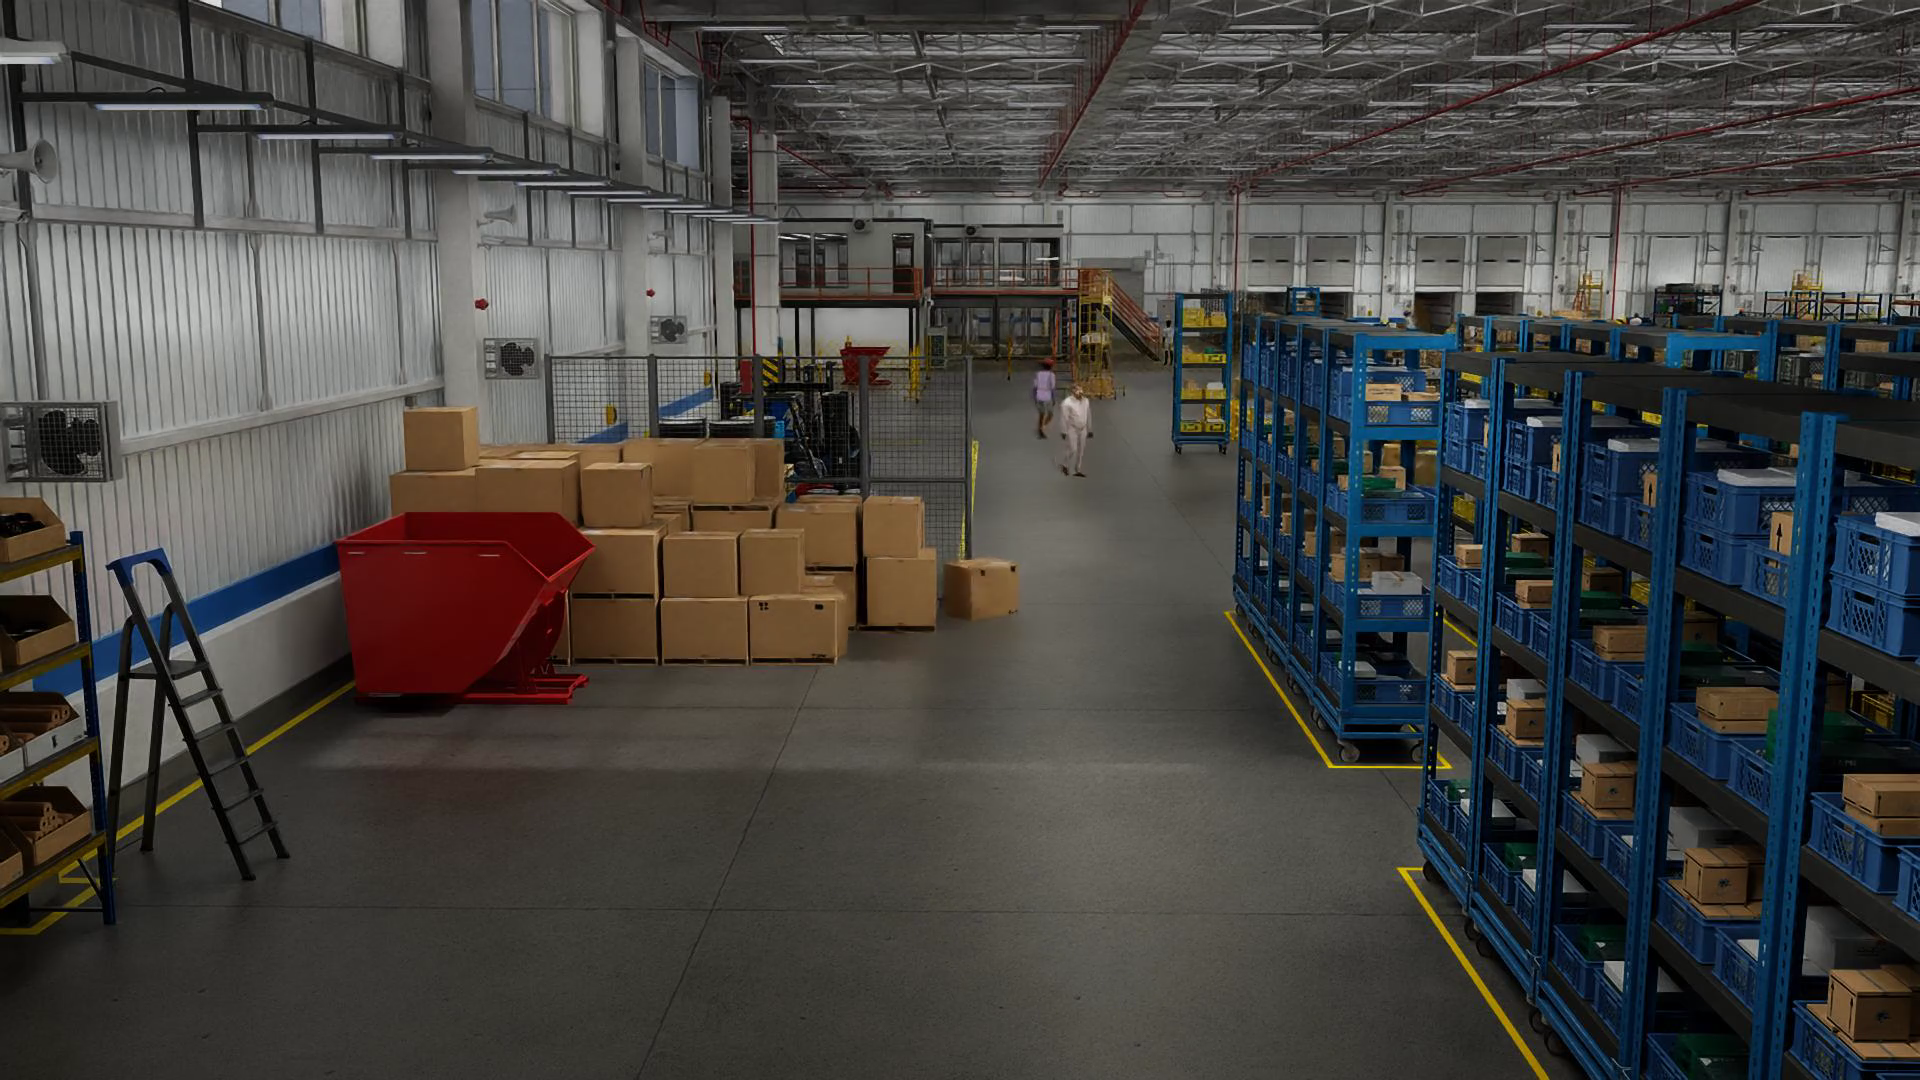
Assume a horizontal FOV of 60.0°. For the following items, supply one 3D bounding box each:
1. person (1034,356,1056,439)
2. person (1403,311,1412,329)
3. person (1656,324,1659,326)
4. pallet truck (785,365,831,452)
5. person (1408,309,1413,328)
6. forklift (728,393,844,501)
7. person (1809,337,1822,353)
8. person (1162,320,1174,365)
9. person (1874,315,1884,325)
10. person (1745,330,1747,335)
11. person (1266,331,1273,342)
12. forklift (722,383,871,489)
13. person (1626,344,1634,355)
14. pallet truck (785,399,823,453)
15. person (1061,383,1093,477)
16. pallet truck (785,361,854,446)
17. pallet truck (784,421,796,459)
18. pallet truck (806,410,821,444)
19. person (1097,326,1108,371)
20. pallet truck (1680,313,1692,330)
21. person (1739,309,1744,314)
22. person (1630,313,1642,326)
[{"bbox_3d":[2.069,-3.454,40.497,0.628,2.023,0.536,6,11,34],"label":"person"},{"bbox_3d":[24.319,-11.506,90.503,0.508,1.920,0.625,9,13,44],"label":"person"},{"bbox_3d":[29.191,-8.153,69.974,0.610,1.882,0.751,2,9,14],"label":"person"},{"bbox_3d":[-3.774,-2.976,37.635,1.885,1.965,0.823,1,9,5],"label":"pallet truck"},{"bbox_3d":[25.588,-12.172,94.615,0.397,1.918,0.588,5,11,29],"label":"person"},{"bbox_3d":[-2.979,-1.316,26.476,2.680,1.987,1.157,0,9,1],"label":"forklift"},{"bbox_3d":[30.154,-6.287,58.794,1.022,1.756,0.622,0,9,0],"label":"person"},{"bbox_3d":[9.039,-8.543,72.074,0.607,1.966,0.367,-4,10,-21],"label":"person"},{"bbox_3d":[45.549,-10.215,82.599,0.794,1.904,0.606,-1,9,-7],"label":"person"},{"bbox_3d":[38.038,-9.956,81.172,0.429,1.843,0.634,-7,12,-37],"label":"person"},{"bbox_3d":[12.287,-7.454,66.110,0.901,1.720,0.536,3,10,17],"label":"person"},{"bbox_3d":[-2.893,-1.687,28.729,2.680,1.987,1.157,0,9,-1],"label":"forklift"},{"bbox_3d":[25.307,-7.022,62.855,0.599,1.923,0.555,-2,9,-13],"label":"person"},{"bbox_3d":[-3.814,-2.432,36.419,1.630,1.274,0.653,0,9,1],"label":"pallet truck"},{"bbox_3d":[2.340,-2.180,33.066,0.661,1.894,0.416,-7,11,-35],"label":"person"},{"bbox_3d":[-3.410,-3.193,38.978,1.885,1.965,0.823,0,9,-1],"label":"pallet truck"},{"bbox_3d":[-4.013,-1.793,32.705,1.601,1.201,0.680,0,9,1],"label":"pallet truck"},{"bbox_3d":[-3.559,-2.018,33.905,1.522,1.261,0.704,0,9,-1],"label":"pallet truck"},{"bbox_3d":[5.839,-7.805,67.902,0.379,1.836,0.548,-6,11,-33],"label":"person"},{"bbox_3d":[36.315,-10.531,84.244,0.823,1.965,1.885,-6,11,-33],"label":"pallet truck"},{"bbox_3d":[44.271,-12.131,94.283,0.545,1.942,0.351,-2,10,-15],"label":"person"},{"bbox_3d":[34.645,-10.671,85.285,0.370,1.941,0.627,-8,12,-41],"label":"person"}]
